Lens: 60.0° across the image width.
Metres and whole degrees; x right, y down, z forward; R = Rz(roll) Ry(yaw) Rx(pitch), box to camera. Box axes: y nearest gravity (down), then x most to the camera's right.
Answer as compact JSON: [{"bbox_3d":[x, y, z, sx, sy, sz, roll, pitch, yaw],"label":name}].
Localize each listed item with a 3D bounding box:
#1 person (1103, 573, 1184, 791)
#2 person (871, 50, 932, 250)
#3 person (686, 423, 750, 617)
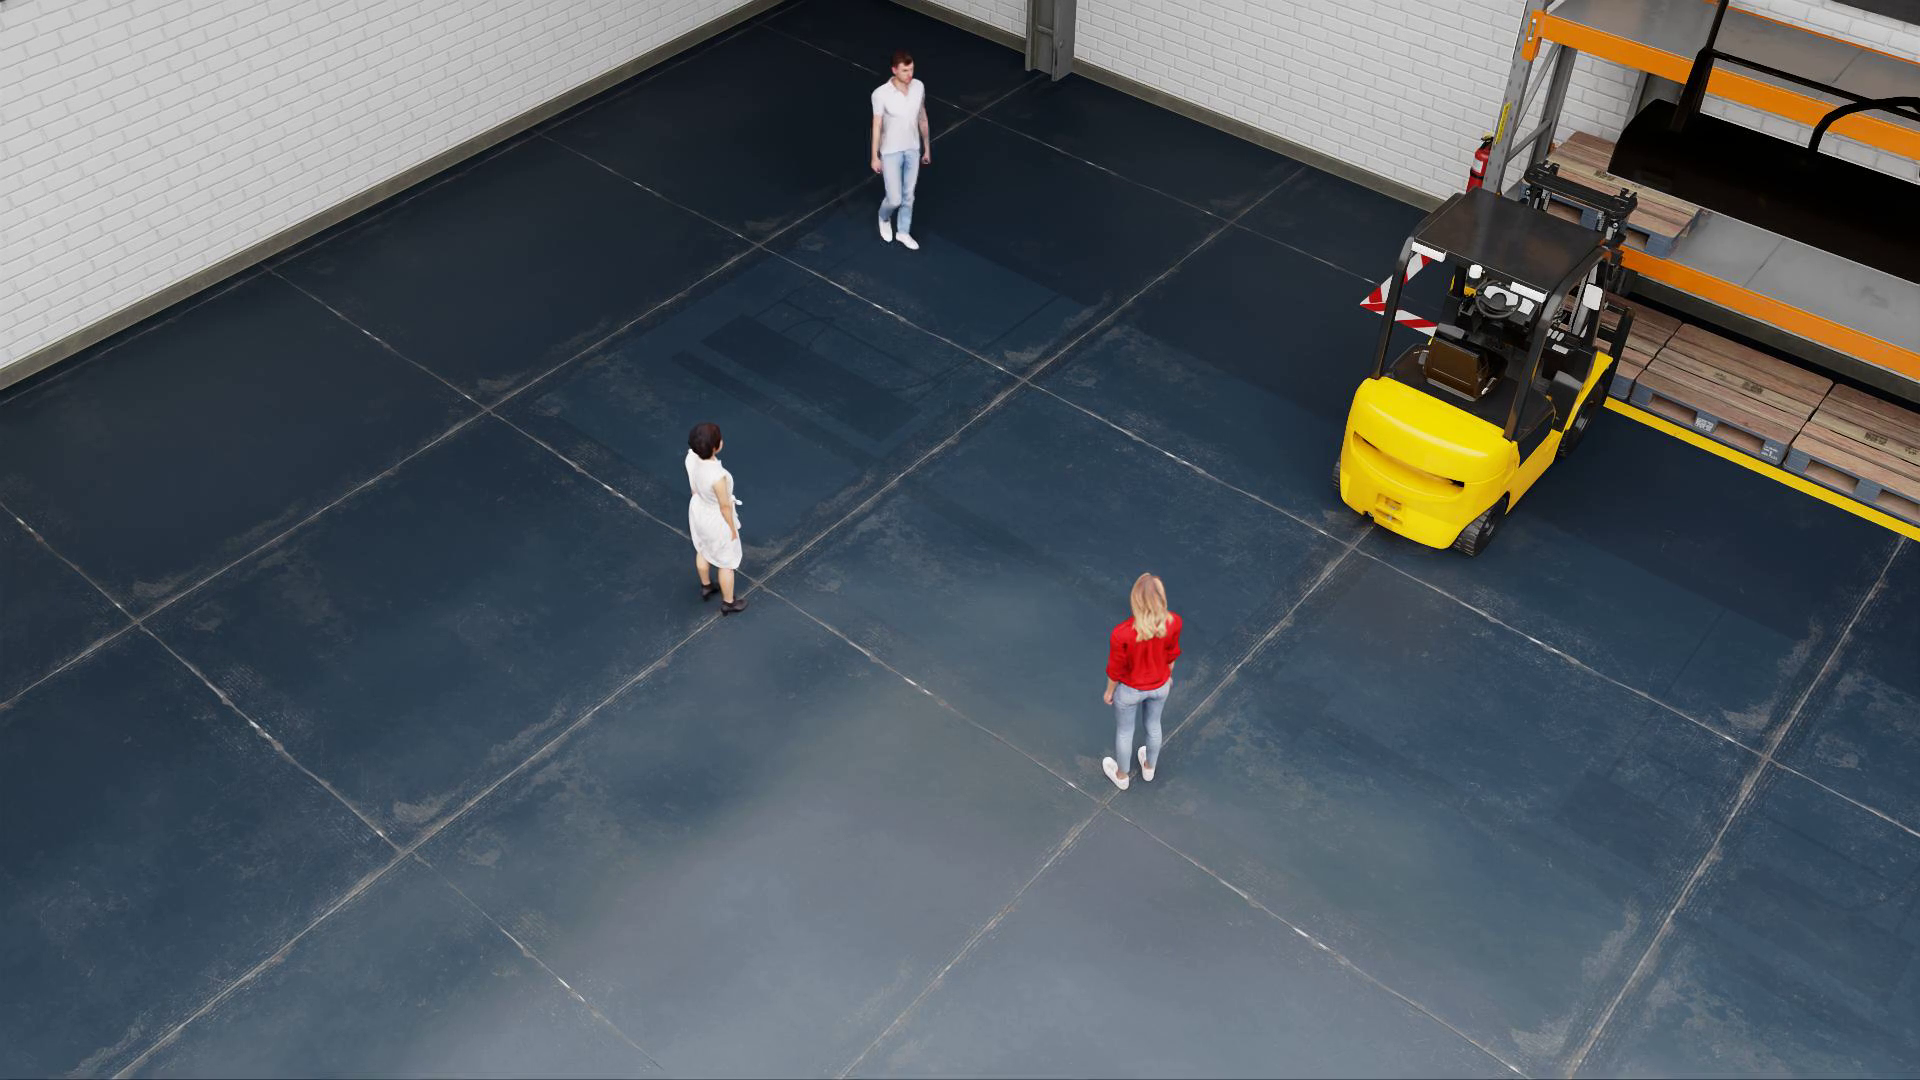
[{"bbox_3d":[1.071,0.853,9.847,0.689,1.704,0.683,-14,45,-14],"label":"person"},{"bbox_3d":[-0.561,-3.341,14.151,0.783,1.841,0.794,-24,49,-23],"label":"person"},{"bbox_3d":[-1.633,-0.137,10.998,0.466,1.551,0.639,34,53,30],"label":"person"}]
